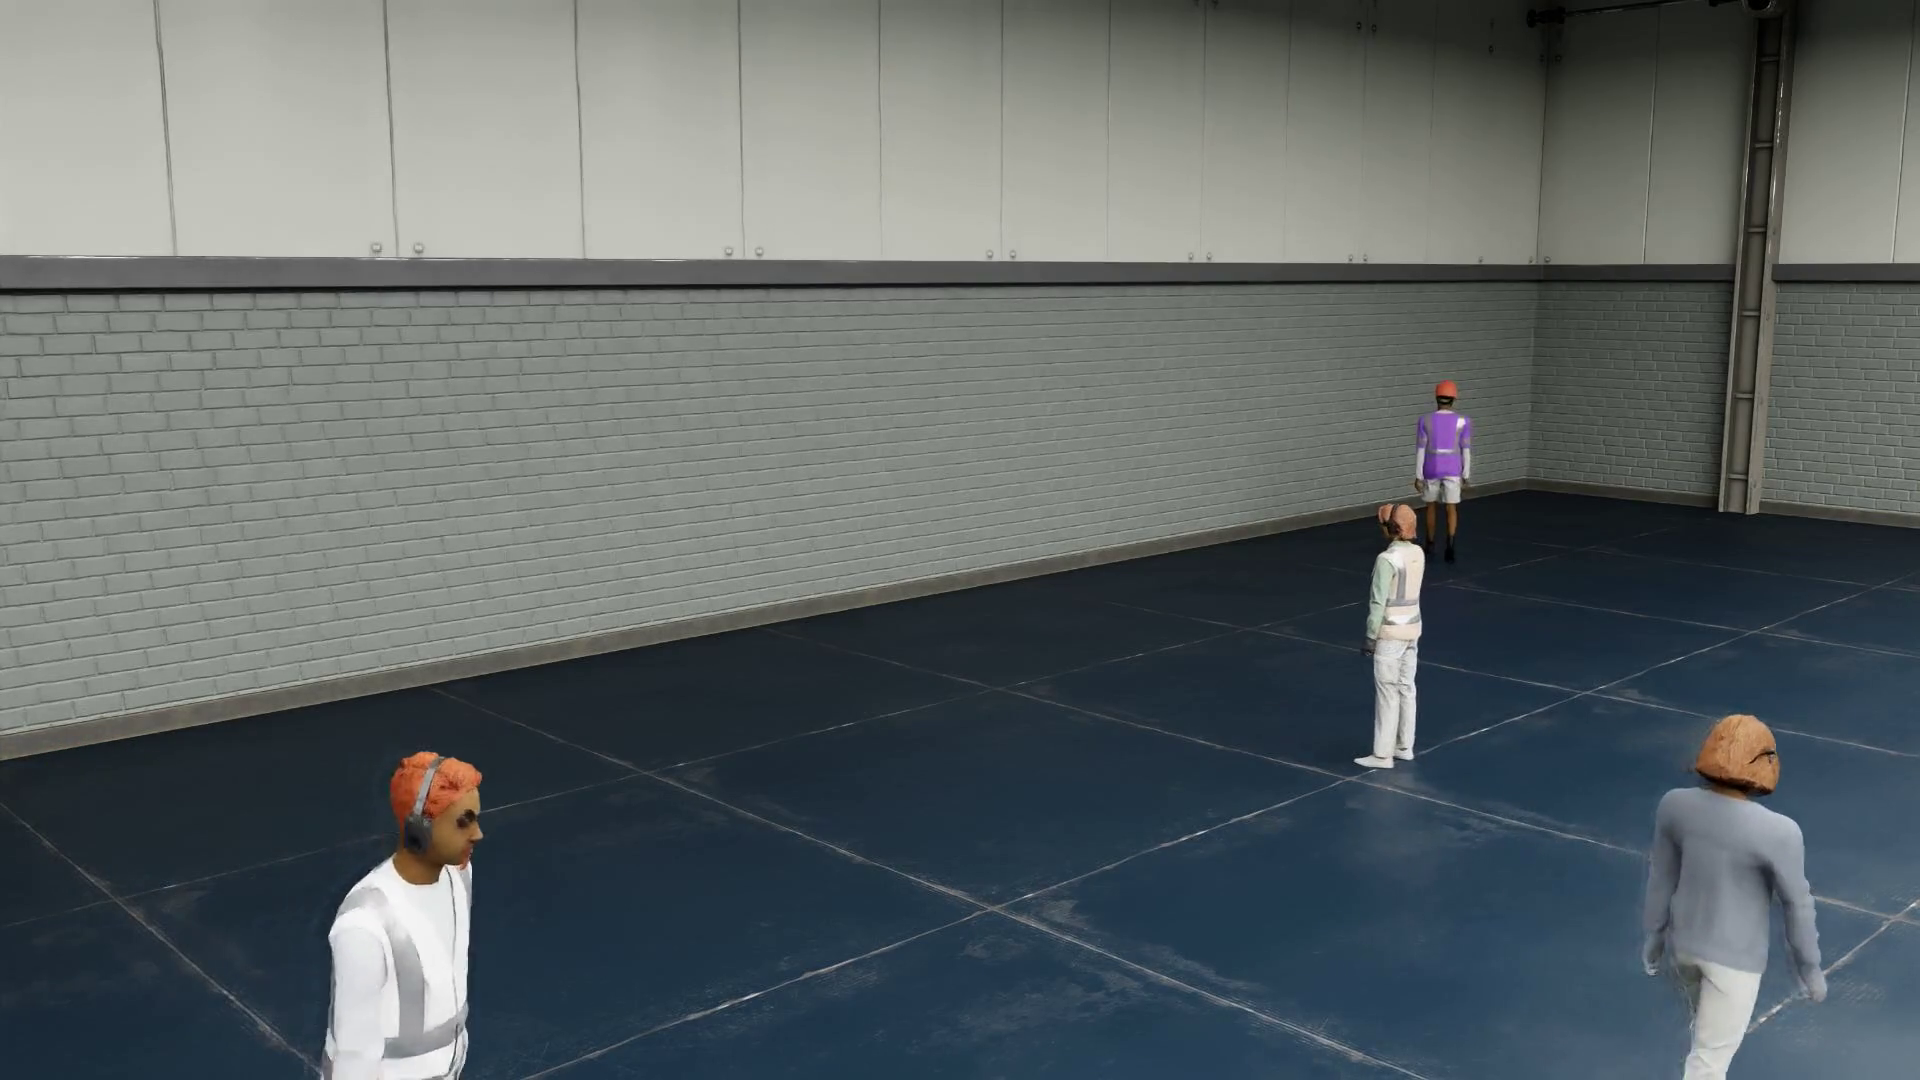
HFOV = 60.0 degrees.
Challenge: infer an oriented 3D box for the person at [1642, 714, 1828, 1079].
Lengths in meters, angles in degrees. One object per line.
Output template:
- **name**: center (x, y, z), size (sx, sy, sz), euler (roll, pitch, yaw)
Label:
- **person**: center (2.565, 1.364, 5.472), size (0.763, 1.605, 0.520), euler (-4, 10, -26)

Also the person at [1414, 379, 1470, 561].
- **person**: center (5.093, -0.740, 17.566), size (0.557, 1.913, 0.835), euler (2, 9, 13)

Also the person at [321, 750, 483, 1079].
- **person**: center (-1.540, 1.431, 4.313), size (0.717, 1.854, 0.585), euler (1, 9, 7)

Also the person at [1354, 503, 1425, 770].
- **person**: center (2.664, 0.588, 10.189), size (0.313, 1.633, 0.507), euler (8, 12, 40)
